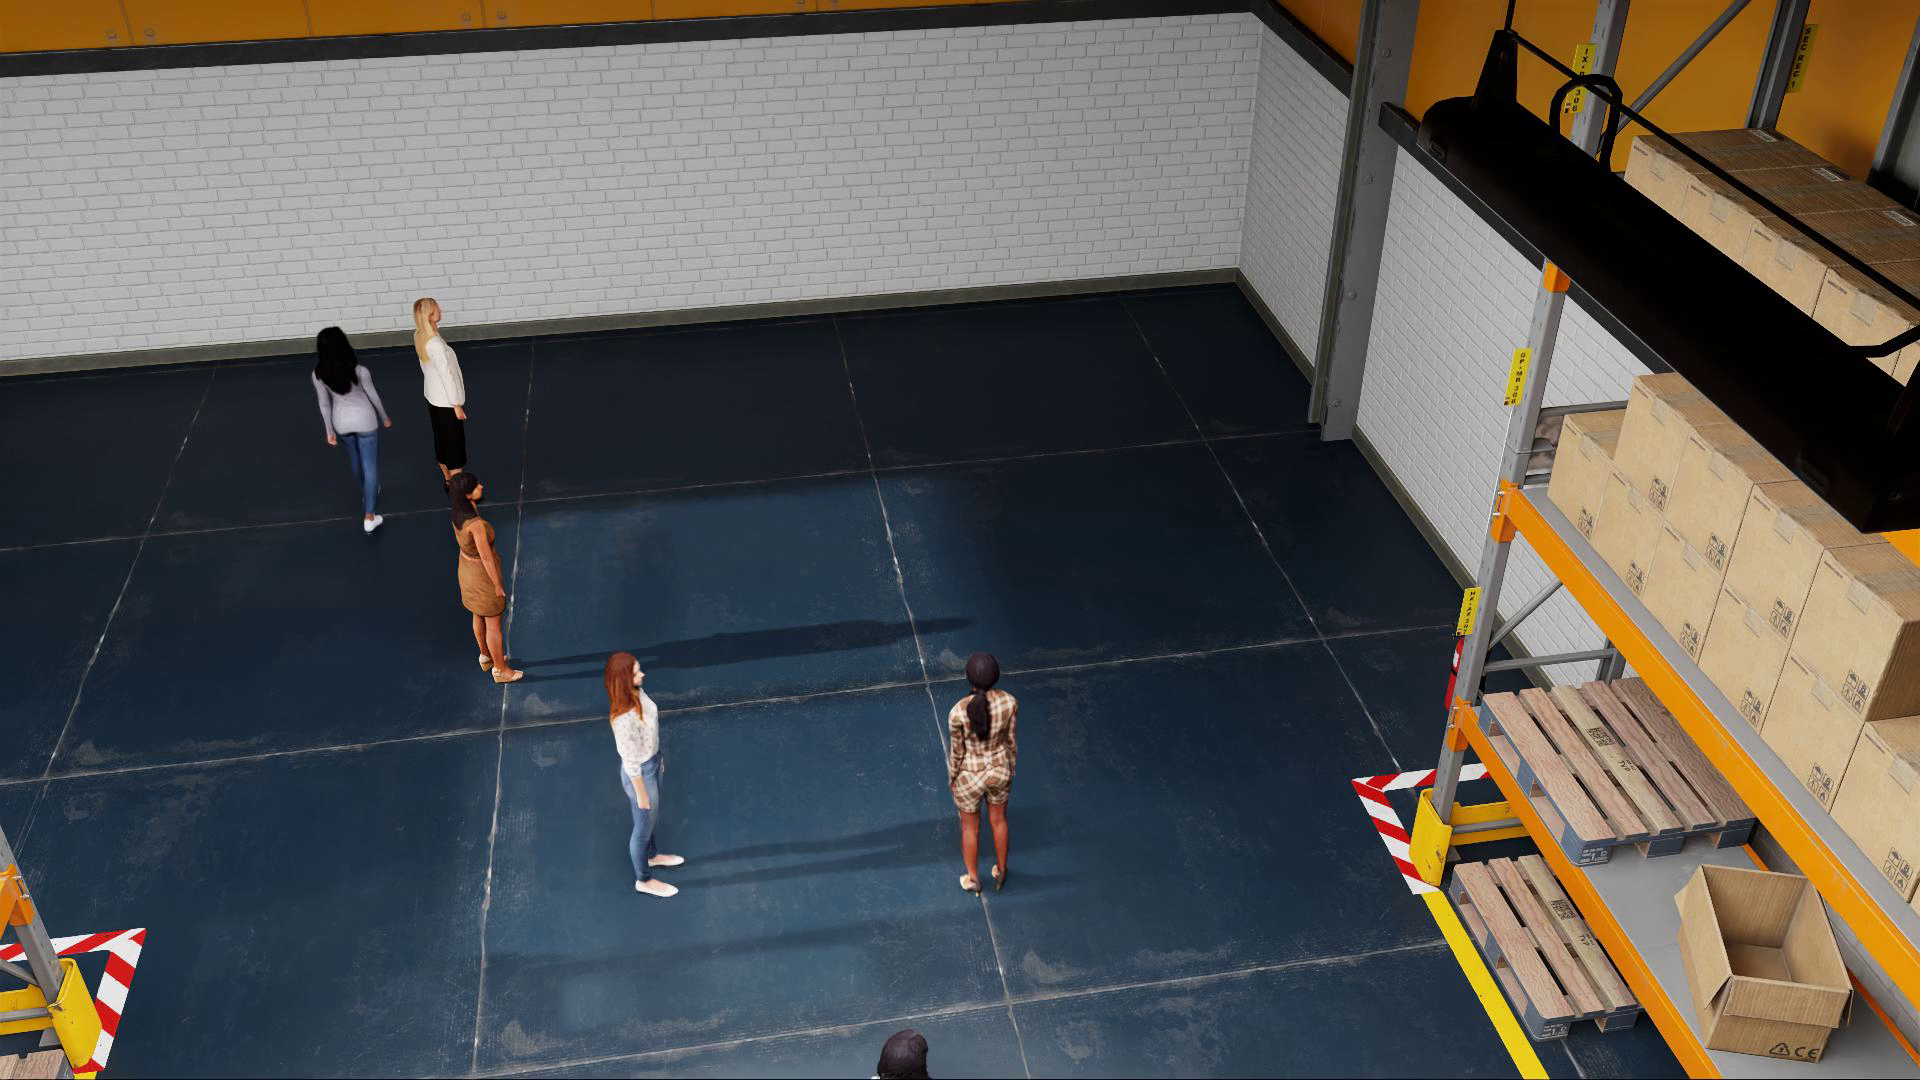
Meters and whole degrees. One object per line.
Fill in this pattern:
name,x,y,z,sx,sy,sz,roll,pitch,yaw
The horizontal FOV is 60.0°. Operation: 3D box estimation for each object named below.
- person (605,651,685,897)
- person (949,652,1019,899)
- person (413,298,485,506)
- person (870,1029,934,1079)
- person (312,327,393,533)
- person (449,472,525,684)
person,-1.921,1.373,9.929,0.672,1.728,0.506,0,34,0
person,0.135,1.402,9.826,0.611,1.793,0.579,-10,35,-15
person,-4.201,-1.121,13.563,0.743,1.859,0.626,-25,41,-32
person,-0.257,2.924,7.590,0.887,1.733,1.034,11,35,16
person,-4.842,-0.859,13.305,0.741,1.706,1.007,0,34,0
person,-3.350,0.259,11.639,0.696,1.690,0.587,-23,40,-31
